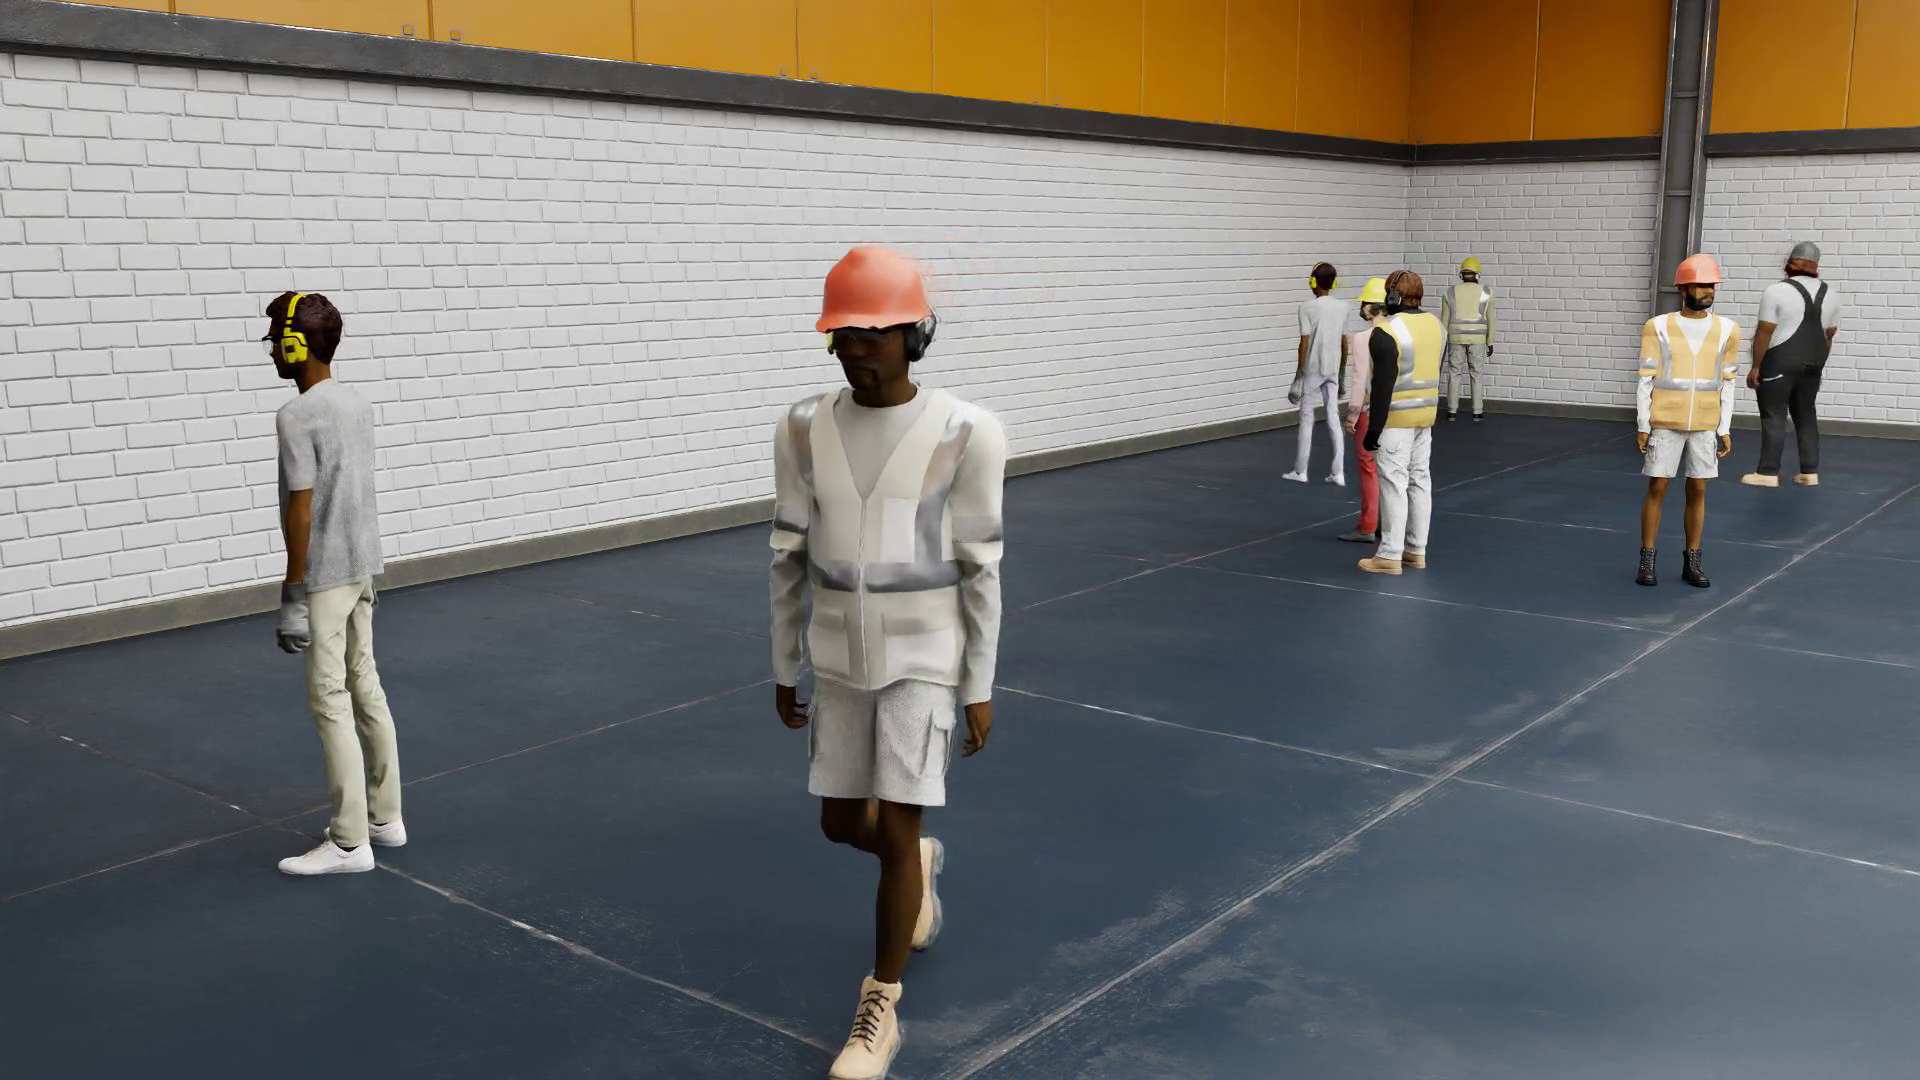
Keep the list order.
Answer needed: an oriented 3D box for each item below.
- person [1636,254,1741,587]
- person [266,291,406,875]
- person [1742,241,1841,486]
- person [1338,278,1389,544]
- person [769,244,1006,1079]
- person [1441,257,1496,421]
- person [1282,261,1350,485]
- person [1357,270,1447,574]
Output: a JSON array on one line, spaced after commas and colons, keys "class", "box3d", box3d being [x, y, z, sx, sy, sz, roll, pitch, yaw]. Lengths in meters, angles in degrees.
[{"class": "person", "box3d": [4.240, -0.689, 9.723, 0.545, 1.942, 0.347, 2, 10, 10]}, {"class": "person", "box3d": [-2.027, 0.143, 5.345, 0.319, 1.865, 0.519, 1, 10, 6]}, {"class": "person", "box3d": [6.823, -1.461, 13.725, 0.715, 2.000, 0.535, -2, 11, -13]}, {"class": "person", "box3d": [2.775, -0.858, 11.149, 0.523, 1.769, 0.310, -8, 13, -39]}, {"class": "person", "box3d": [-0.163, 0.277, 4.188, 0.614, 2.018, 0.804, 4, 11, 19]}, {"class": "person", "box3d": [5.680, -2.240, 18.627, 0.598, 1.828, 0.403, 4, 11, 19]}, {"class": "person", "box3d": [2.975, -1.382, 13.848, 0.578, 1.868, 0.495, -4, 11, -21]}, {"class": "person", "box3d": [2.672, -0.712, 10.130, 0.624, 1.844, 0.430, -8, 13, -39]}]
